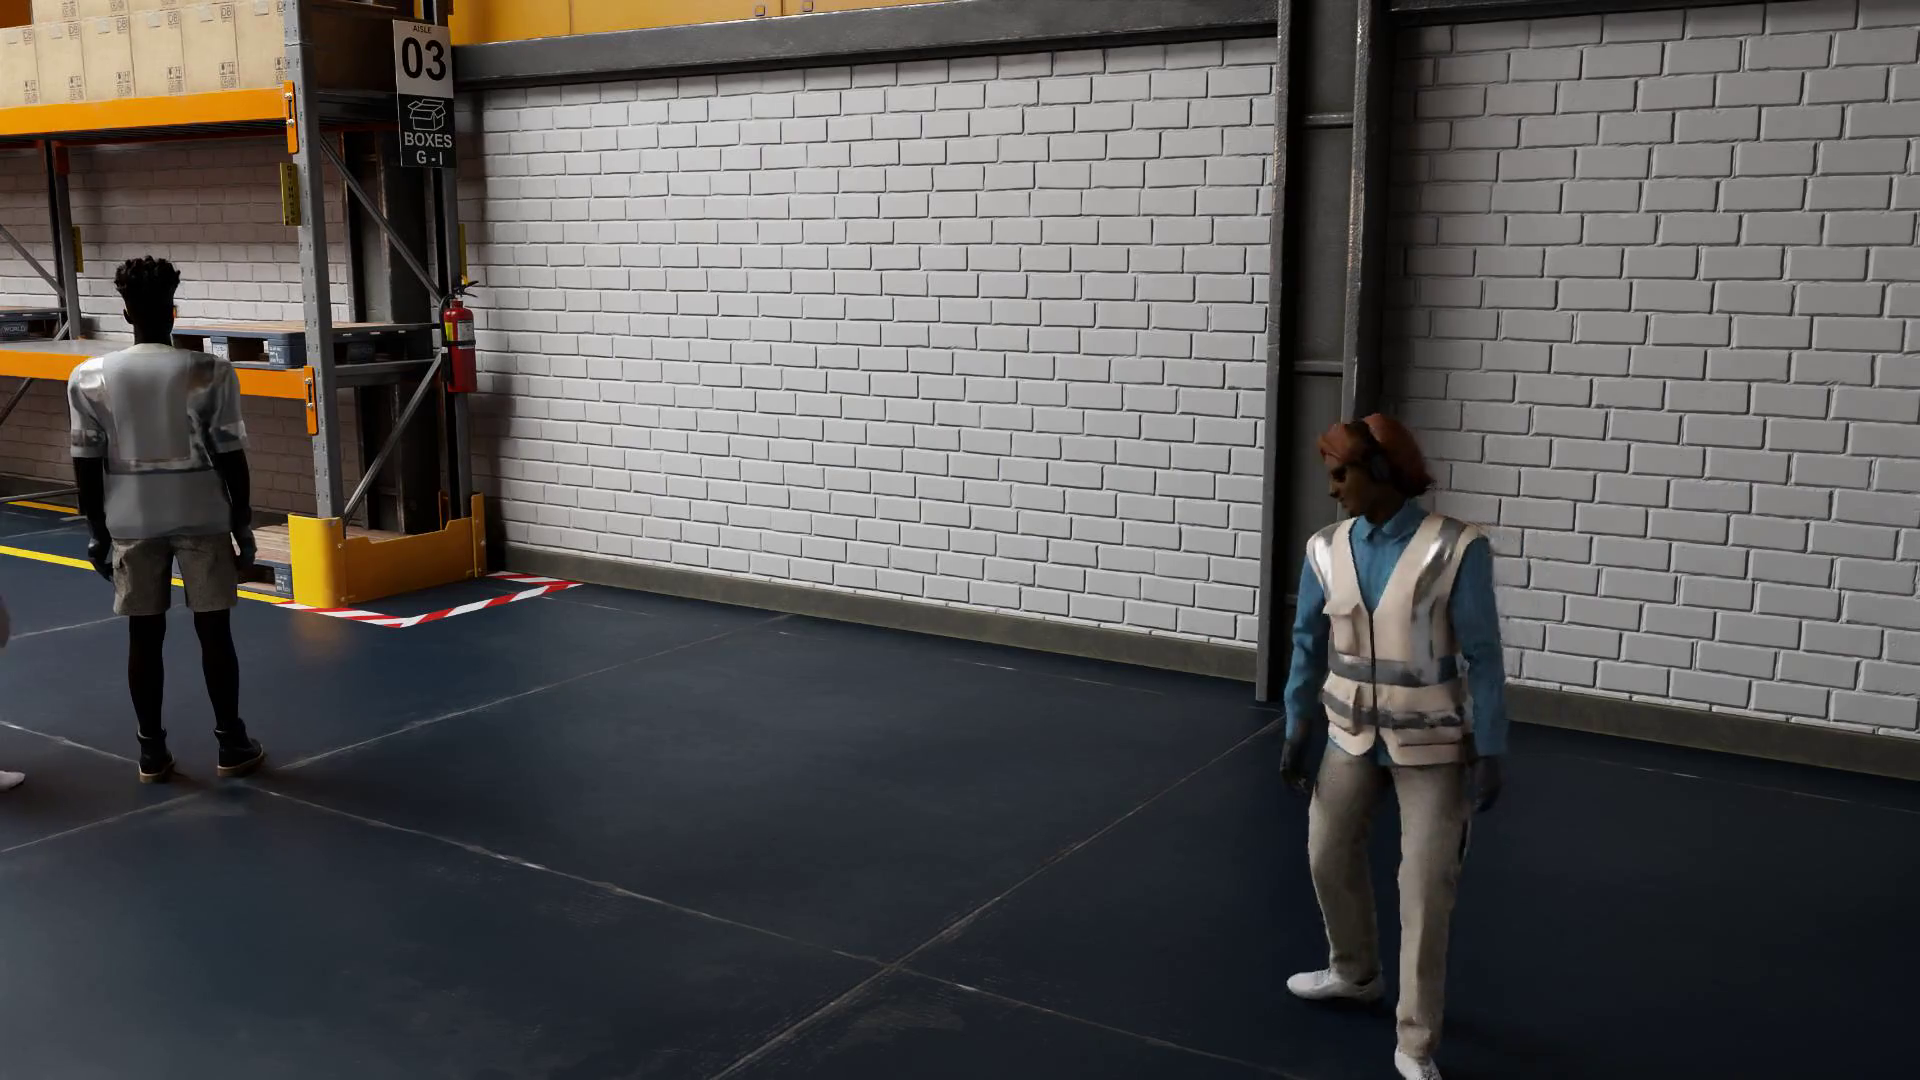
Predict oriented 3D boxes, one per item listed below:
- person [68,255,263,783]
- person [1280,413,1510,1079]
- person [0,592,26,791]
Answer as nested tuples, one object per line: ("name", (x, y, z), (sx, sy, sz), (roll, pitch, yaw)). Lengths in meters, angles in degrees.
("person", (-2.947, -0.068, 6.210), (0.603, 1.967, 0.368), (-2, 11, -13))
("person", (1.047, 0.497, 4.051), (0.636, 1.614, 0.387), (10, 14, 43))
("person", (-3.675, 0.028, 5.959), (0.403, 1.883, 0.691), (-3, 11, -17))
